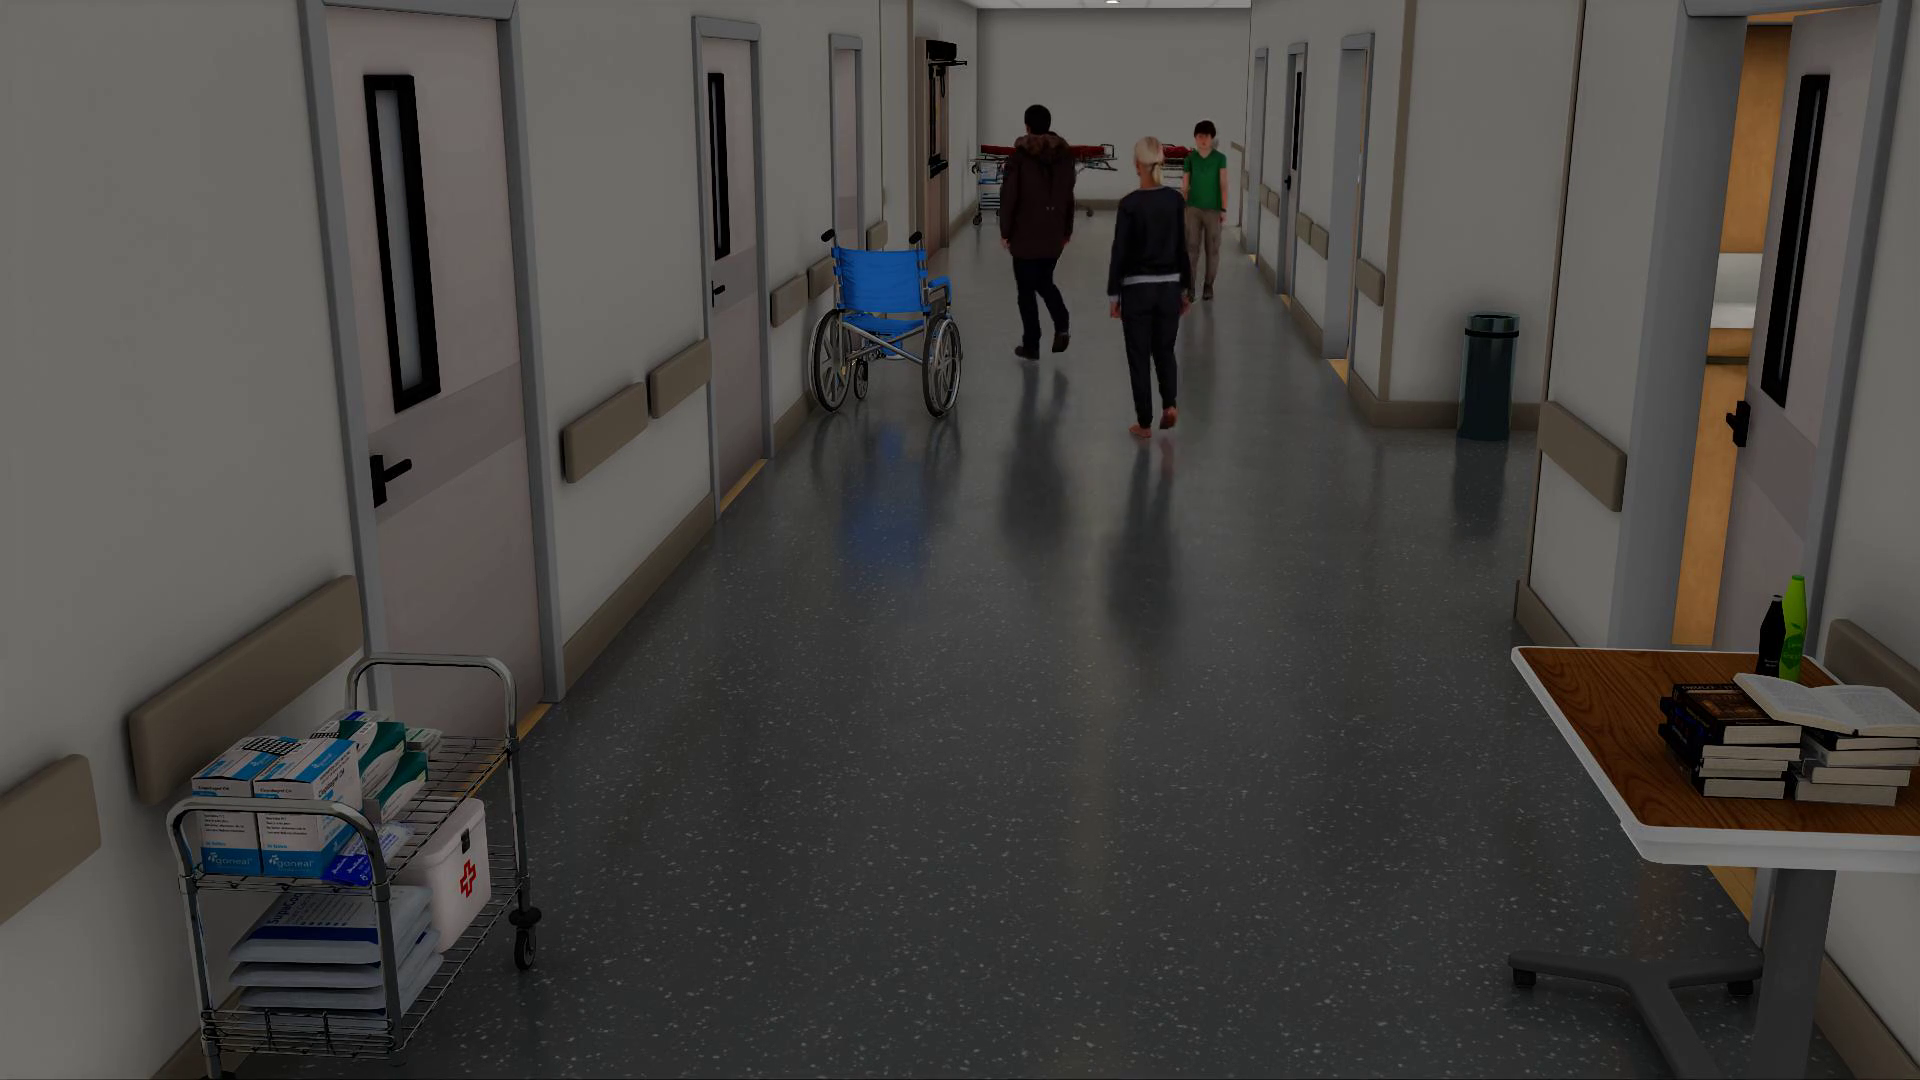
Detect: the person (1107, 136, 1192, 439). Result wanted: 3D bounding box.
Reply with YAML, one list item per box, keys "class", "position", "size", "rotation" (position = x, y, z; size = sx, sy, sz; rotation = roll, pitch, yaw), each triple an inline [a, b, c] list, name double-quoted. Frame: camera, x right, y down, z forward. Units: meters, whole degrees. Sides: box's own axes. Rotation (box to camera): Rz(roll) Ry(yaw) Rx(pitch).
- class: "person"
  position: [1.127, -1.424, 9.512]
  size: [0.740, 1.717, 0.739]
  rotation: [-5, 17, -18]

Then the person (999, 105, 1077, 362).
- class: "person"
  position: [0.595, -2.195, 12.033]
  size: [0.940, 1.832, 0.990]
  rotation: [-8, 18, -27]

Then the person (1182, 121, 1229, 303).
- class: "person"
  position: [2.266, -2.997, 15.272]
  size: [0.723, 1.619, 1.093]
  rotation: [4, 16, 14]
